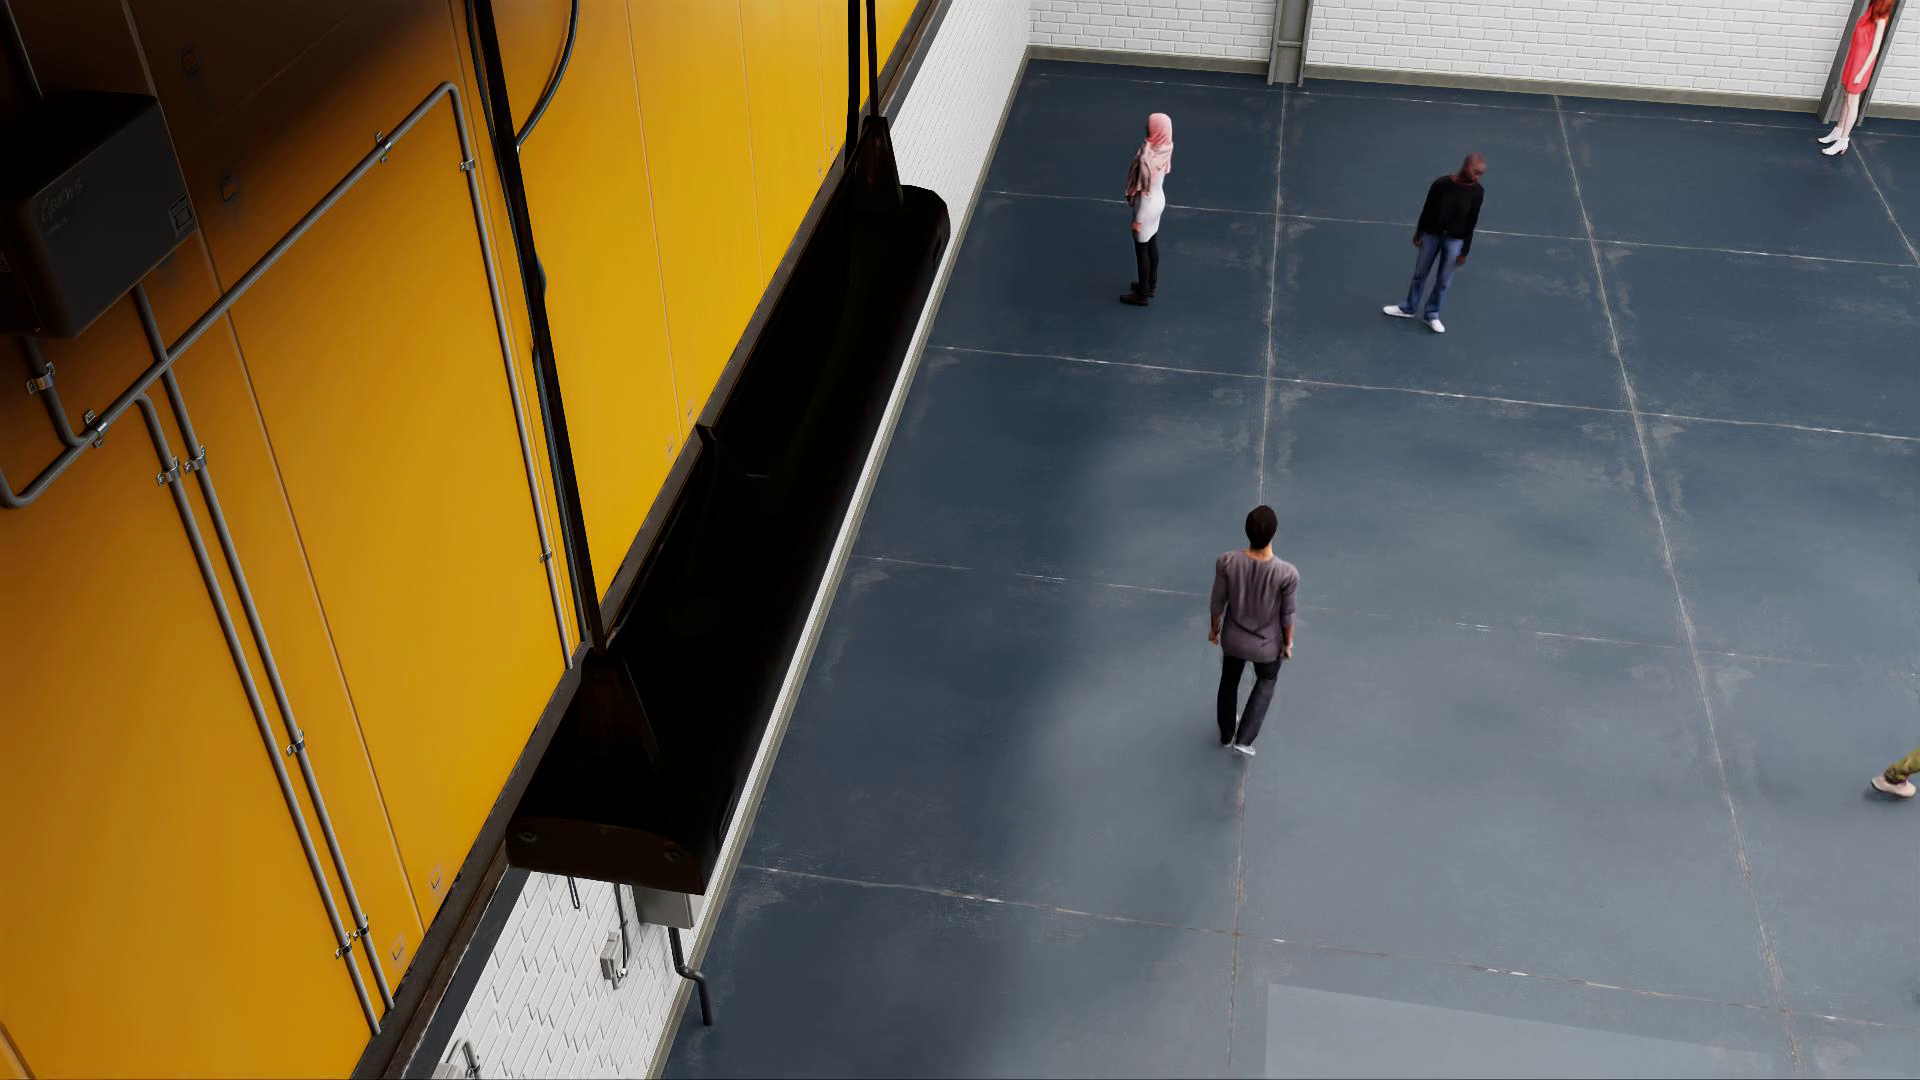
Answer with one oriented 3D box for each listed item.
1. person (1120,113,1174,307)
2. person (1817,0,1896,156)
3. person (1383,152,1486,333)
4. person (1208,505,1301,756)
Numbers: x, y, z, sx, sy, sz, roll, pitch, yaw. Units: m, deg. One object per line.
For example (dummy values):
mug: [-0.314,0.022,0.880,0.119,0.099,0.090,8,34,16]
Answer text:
person: [1.660,-2.911,14.640,0.700,1.800,0.705,19,42,22]
person: [9.229,-4.856,17.053,0.525,1.826,0.615,9,40,11]
person: [4.113,-2.600,14.316,0.604,1.717,0.897,20,43,23]
person: [1.759,0.636,10.170,0.745,1.836,0.833,15,41,18]
